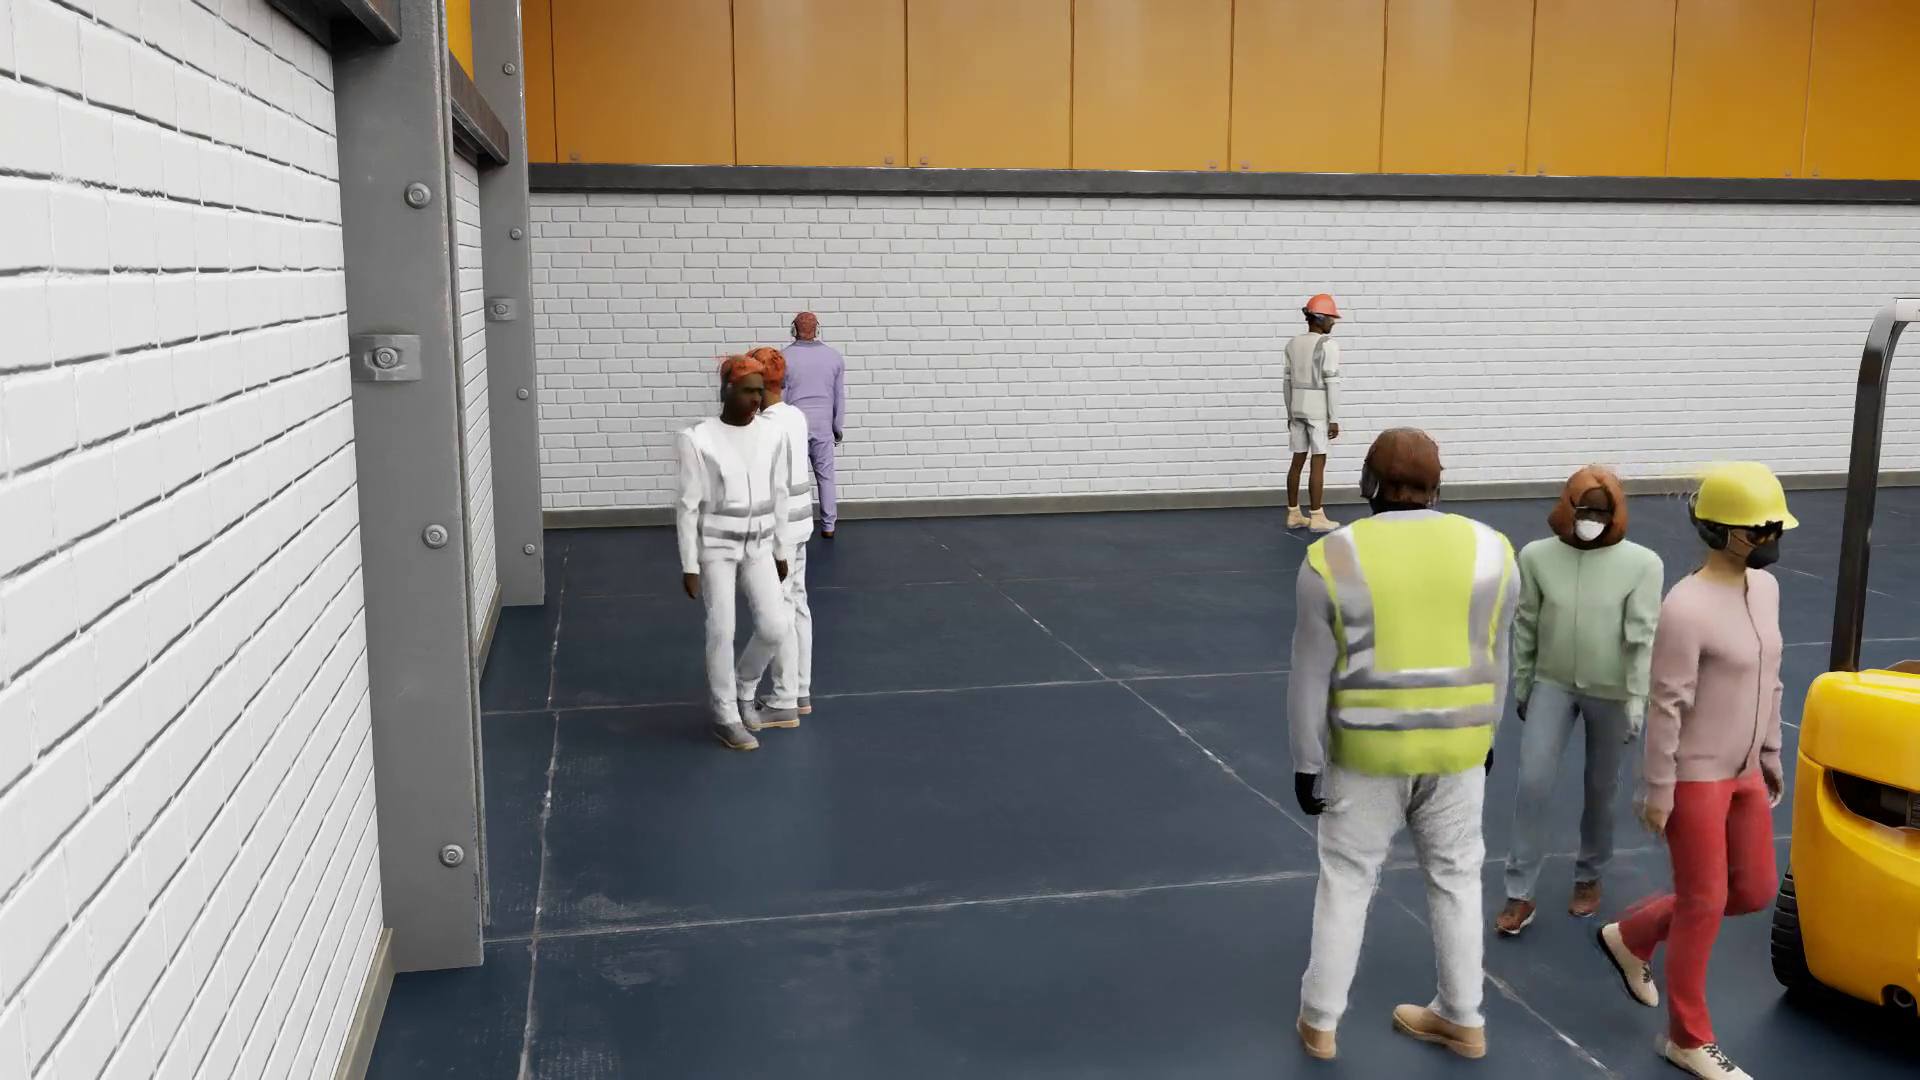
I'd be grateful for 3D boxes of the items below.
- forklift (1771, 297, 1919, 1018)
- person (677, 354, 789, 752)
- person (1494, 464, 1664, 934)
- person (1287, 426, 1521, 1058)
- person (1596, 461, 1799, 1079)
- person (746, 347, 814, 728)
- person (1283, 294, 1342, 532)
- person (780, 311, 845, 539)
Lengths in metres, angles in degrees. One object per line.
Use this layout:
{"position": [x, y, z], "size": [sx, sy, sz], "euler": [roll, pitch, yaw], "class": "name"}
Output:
{"position": [3.542, 0.334, 5.177], "size": [2.313, 2.155, 1.214], "euler": [-9, 13, -43], "class": "forklift"}
{"position": [-1.035, 0.070, 7.760], "size": [0.604, 1.868, 0.431], "euler": [-6, 11, -34], "class": "person"}
{"position": [2.086, 0.554, 5.637], "size": [0.494, 1.603, 0.725], "euler": [6, 11, 31], "class": "person"}
{"position": [1.239, 0.597, 4.707], "size": [0.646, 1.834, 0.436], "euler": [0, 9, 1], "class": "person"}
{"position": [2.064, 0.634, 4.669], "size": [0.540, 1.749, 0.488], "euler": [-7, 12, -37], "class": "person"}
{"position": [-0.914, -0.010, 8.223], "size": [0.360, 1.882, 0.575], "euler": [2, 10, 14], "class": "person"}
{"position": [3.053, -1.089, 14.328], "size": [0.400, 2.037, 0.610], "euler": [-6, 11, -31], "class": "person"}
{"position": [-1.279, -0.943, 13.832], "size": [0.654, 1.906, 0.406], "euler": [-4, 10, -25], "class": "person"}
